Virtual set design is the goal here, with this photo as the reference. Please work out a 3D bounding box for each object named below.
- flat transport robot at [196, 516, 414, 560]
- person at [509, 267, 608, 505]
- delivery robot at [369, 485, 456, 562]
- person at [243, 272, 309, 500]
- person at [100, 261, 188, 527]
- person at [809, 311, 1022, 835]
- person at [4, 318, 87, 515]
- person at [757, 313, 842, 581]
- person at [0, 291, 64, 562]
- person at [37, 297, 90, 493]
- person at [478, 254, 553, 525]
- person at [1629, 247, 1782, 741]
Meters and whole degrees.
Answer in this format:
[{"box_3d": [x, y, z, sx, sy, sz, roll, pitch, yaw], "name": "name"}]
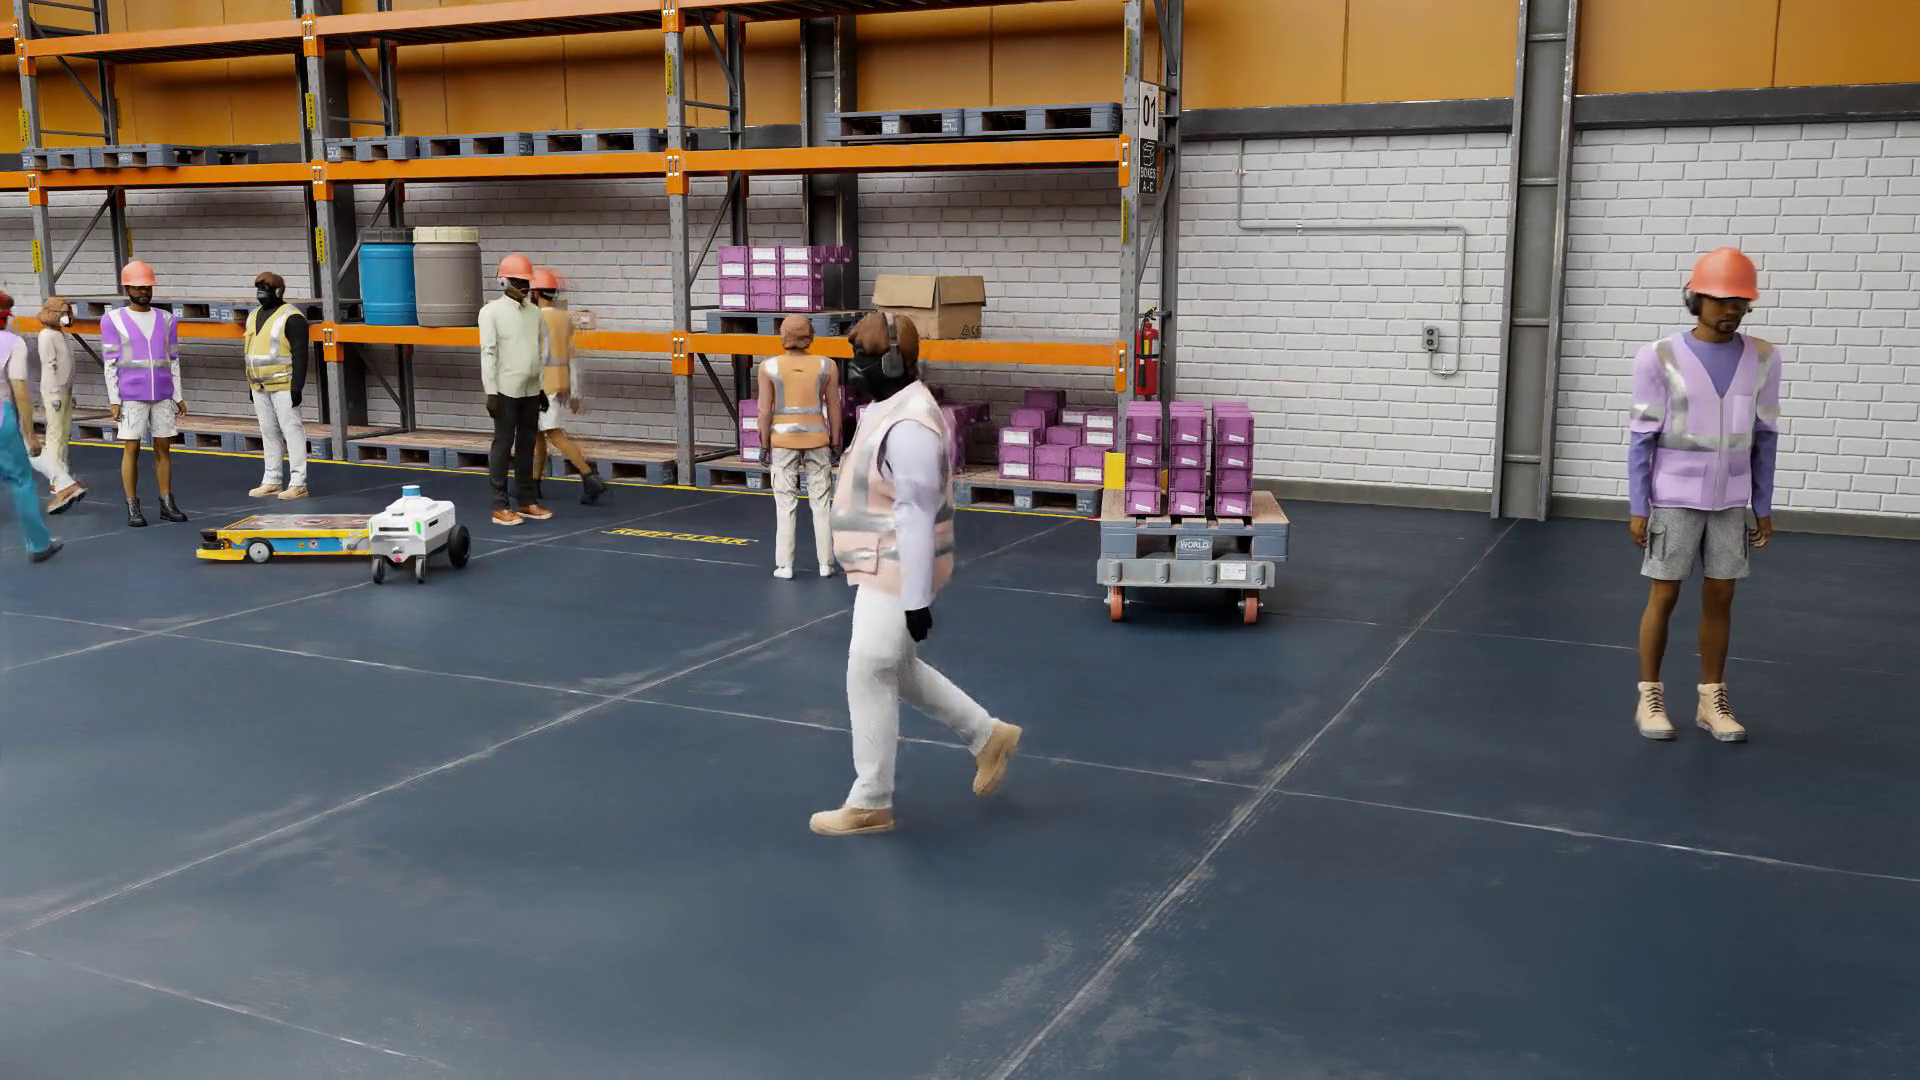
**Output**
[{"box_3d": [-4.213, -0.028, 11.037, 1.431, 0.197, 0.652, 0, 10, -2], "name": "flat transport robot"}, {"box_3d": [-3.222, -1.223, 13.261, 0.983, 1.894, 0.541, 4, 11, 22], "name": "person"}, {"box_3d": [-3.400, -0.095, 10.340, 0.477, 0.478, 0.707, 0, 10, 0], "name": "delivery robot"}, {"box_3d": [-5.576, -1.251, 13.541, 0.625, 1.847, 0.429, 5, 11, 27], "name": "person"}, {"box_3d": [-5.982, -1.072, 12.241, 0.360, 1.939, 0.543, 9, 13, 42], "name": "person"}, {"box_3d": [-0.156, 0.117, 5.772, 0.689, 1.820, 0.632, -1, 10, -5], "name": "person"}, {"box_3d": [-7.141, -1.082, 12.459, 0.935, 1.901, 0.644, -3, 10, -17], "name": "person"}, {"box_3d": [-0.982, -0.564, 10.199, 0.521, 1.636, 0.311, -2, 10, -13], "name": "person"}, {"box_3d": [-6.081, -0.672, 10.483, 0.571, 1.762, 1.011, 0, 10, 3], "name": "person"}, {"box_3d": [-7.502, -1.206, 13.882, 0.285, 1.632, 0.499, -2, 10, -11], "name": "person"}, {"box_3d": [-3.275, -1.114, 12.326, 0.401, 1.989, 0.623, 5, 11, 27], "name": "person"}, {"box_3d": [3.053, -0.170, 6.826, 0.608, 2.033, 0.410, 0, 10, -1], "name": "person"}]
